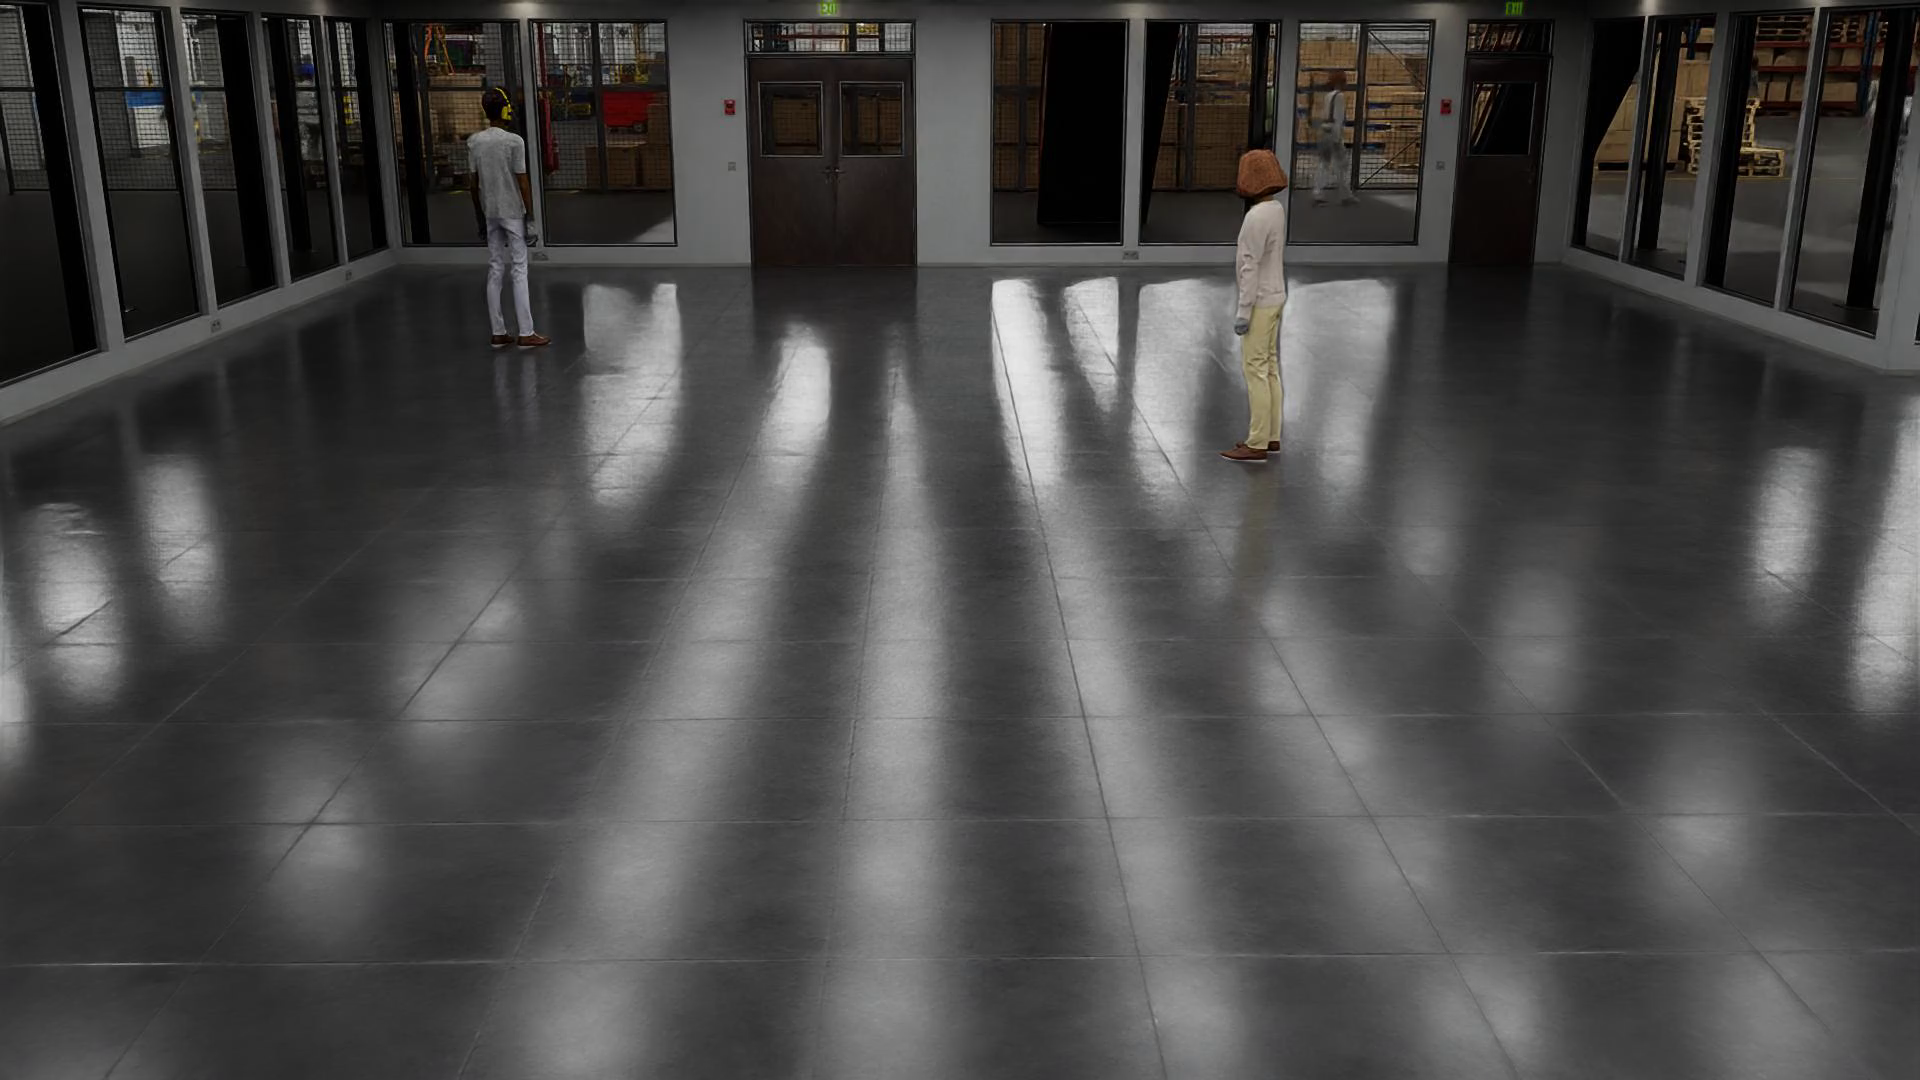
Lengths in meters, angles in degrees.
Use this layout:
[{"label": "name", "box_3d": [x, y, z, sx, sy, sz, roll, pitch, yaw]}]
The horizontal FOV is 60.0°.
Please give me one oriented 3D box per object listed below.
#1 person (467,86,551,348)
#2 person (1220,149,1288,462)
[{"label": "person", "box_3d": [-3.303, -2.334, 12.115, 0.510, 1.872, 0.329, 6, 17, 20]}, {"label": "person", "box_3d": [1.572, -1.227, 8.772, 0.279, 1.624, 0.494, 6, 18, 21]}]
